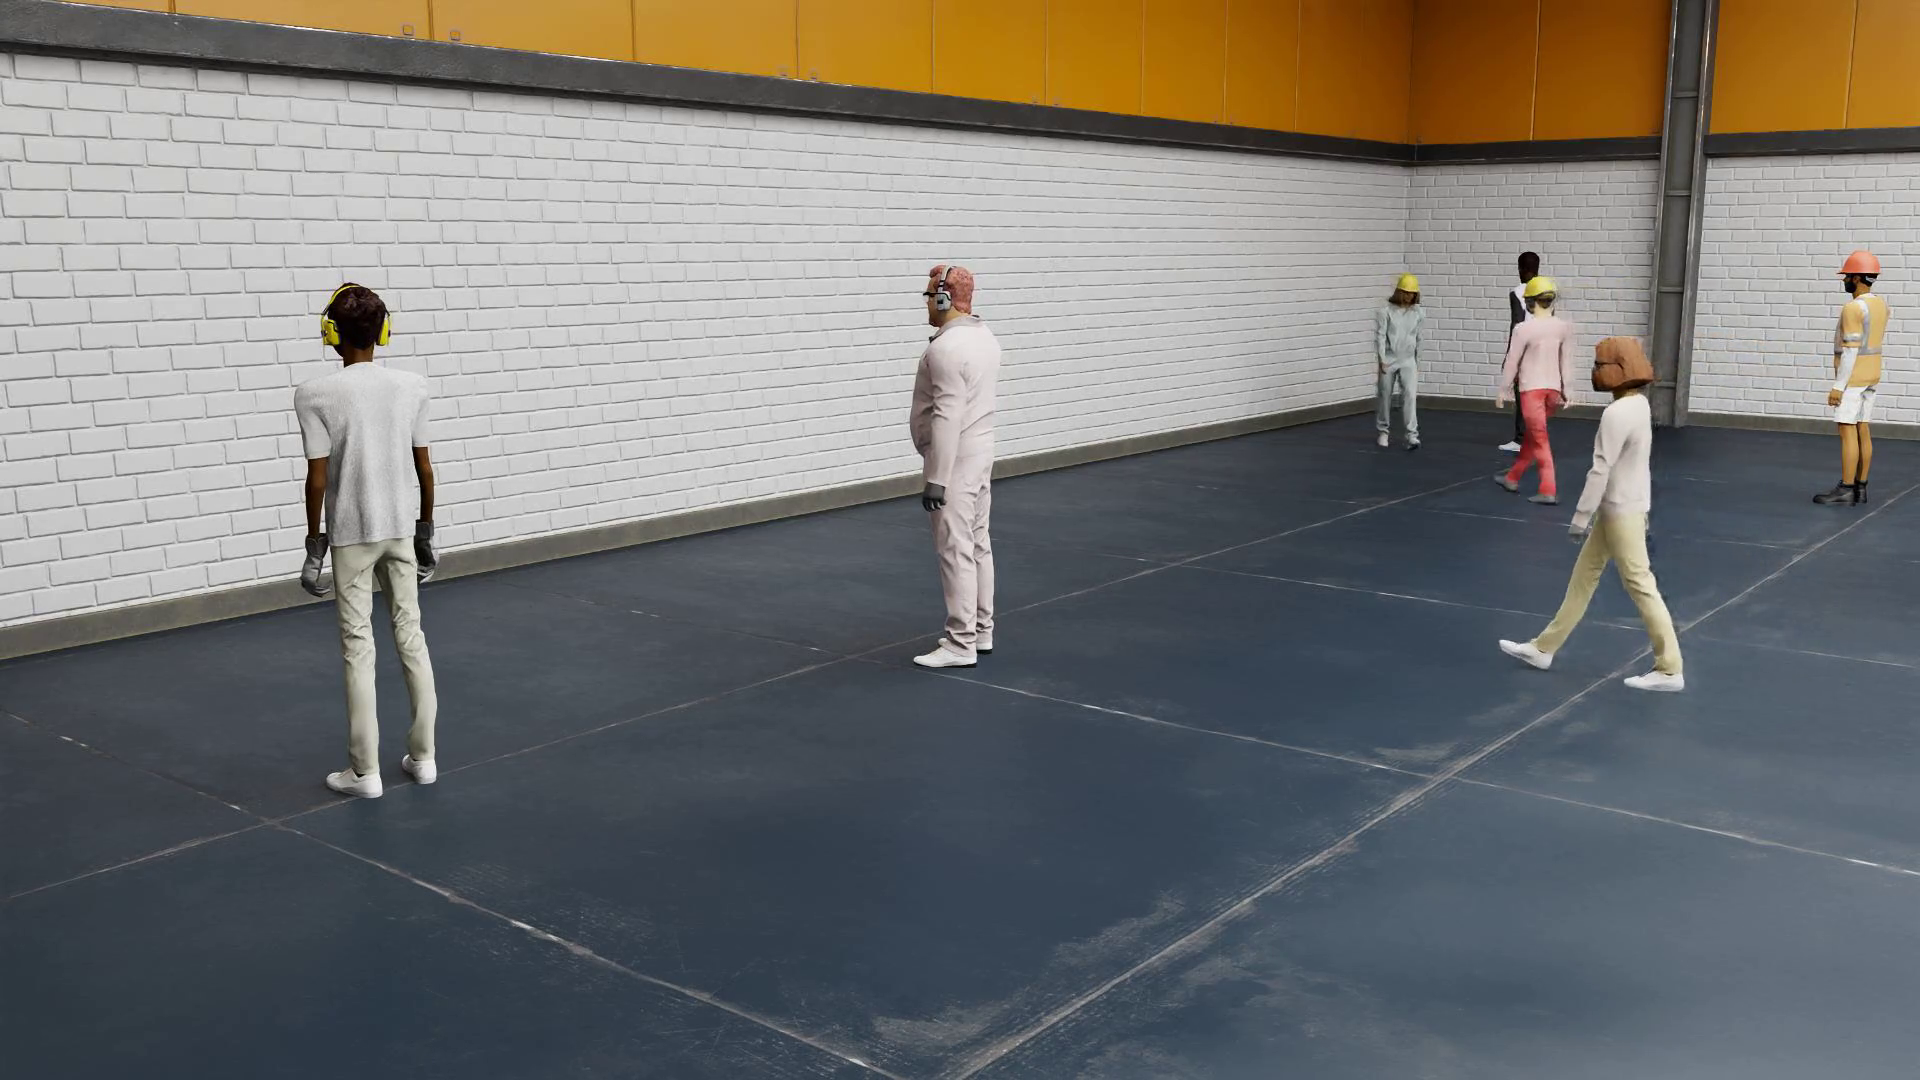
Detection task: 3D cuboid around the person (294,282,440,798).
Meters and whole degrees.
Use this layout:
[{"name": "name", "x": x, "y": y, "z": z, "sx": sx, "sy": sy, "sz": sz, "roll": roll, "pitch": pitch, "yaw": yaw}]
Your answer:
[{"name": "person", "x": -2.155, "y": 0.011, "z": 6.073, "sx": 0.513, "sy": 1.862, "sz": 0.328, "roll": -10, "pitch": 14, "yaw": -44}]

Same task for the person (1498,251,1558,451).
[{"name": "person", "x": 5.464, "y": -1.799, "z": 15.955, "sx": 0.587, "sy": 1.913, "sz": 0.391, "roll": -6, "pitch": 12, "yaw": -32}]

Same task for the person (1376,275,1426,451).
[{"name": "person", "x": 4.252, "y": -1.710, "z": 16.082, "sx": 0.498, "sy": 1.685, "sz": 0.931, "roll": 0, "pitch": 10, "yaw": 1}]

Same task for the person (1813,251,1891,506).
[{"name": "person", "x": 6.812, "y": -1.225, "z": 12.701, "sx": 0.542, "sy": 1.939, "sz": 0.361, "roll": -8, "pitch": 13, "yaw": -38}]

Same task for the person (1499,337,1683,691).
[{"name": "person", "x": 2.933, "y": -0.125, "z": 7.558, "sx": 0.845, "sy": 1.579, "sz": 0.520, "roll": 6, "pitch": 12, "yaw": 31}]

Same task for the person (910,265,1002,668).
[{"name": "person", "x": -0.040, "y": -0.346, "z": 7.922, "sx": 0.402, "sy": 1.906, "sz": 0.652, "roll": 4, "pitch": 11, "yaw": 19}]

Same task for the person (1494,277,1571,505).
[{"name": "person", "x": 4.397, "y": -1.165, "z": 12.920, "sx": 0.552, "sy": 1.725, "sz": 0.853, "roll": -5, "pitch": 11, "yaw": -25}]
